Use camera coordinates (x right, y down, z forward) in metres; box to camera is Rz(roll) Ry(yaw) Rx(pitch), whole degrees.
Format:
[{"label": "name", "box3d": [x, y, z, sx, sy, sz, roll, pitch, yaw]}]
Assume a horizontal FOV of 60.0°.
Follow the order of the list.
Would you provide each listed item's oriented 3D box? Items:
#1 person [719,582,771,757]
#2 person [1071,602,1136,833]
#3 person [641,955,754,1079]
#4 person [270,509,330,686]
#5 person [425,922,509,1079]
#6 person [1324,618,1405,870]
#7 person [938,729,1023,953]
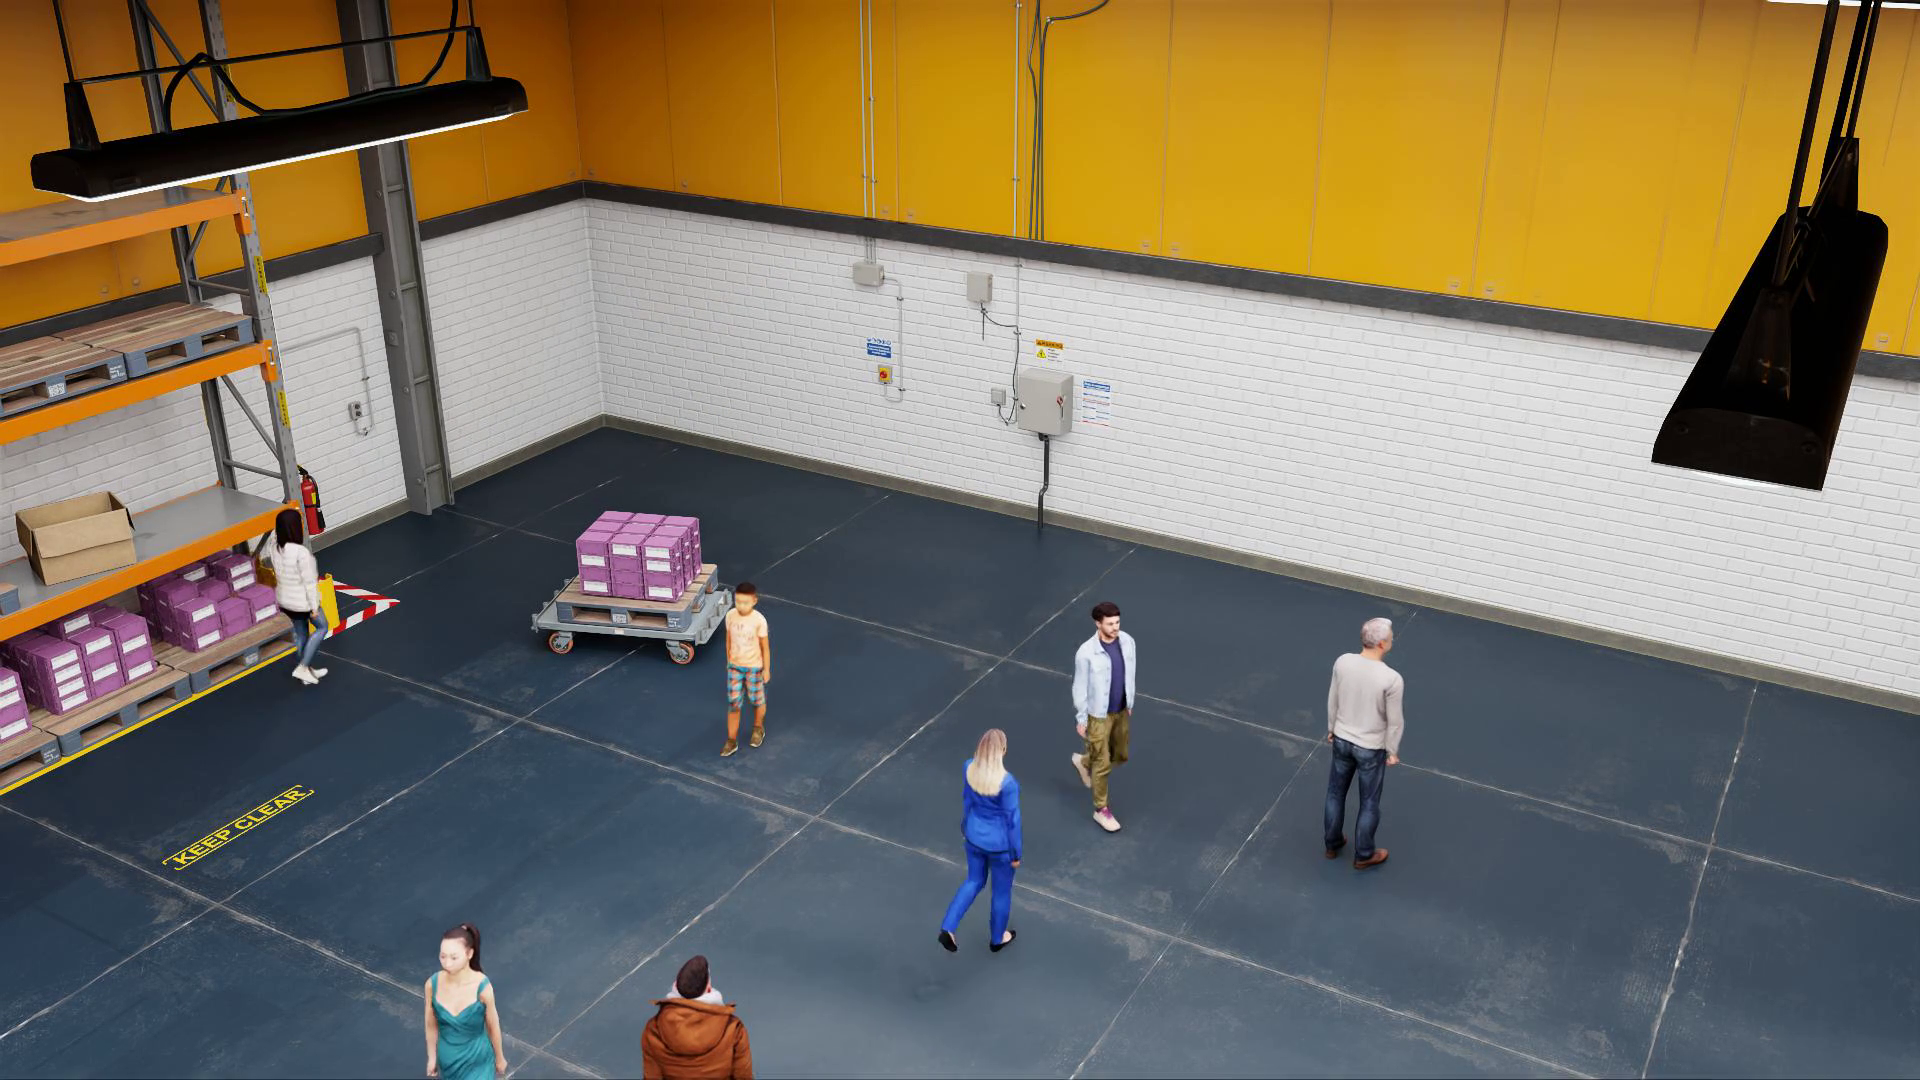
[{"label": "person", "box3d": [-1.694, 0.982, 13.423, 0.687, 1.451, 0.840, 6, 24, 12]}, {"label": "person", "box3d": [1.031, 1.256, 12.365, 1.016, 1.796, 0.997, -14, 27, -29]}, {"label": "person", "box3d": [-1.309, 2.917, 8.515, 0.844, 1.837, 0.876, -1, 24, -1]}, {"label": "person", "box3d": [-5.714, 0.531, 14.233, 0.657, 1.629, 0.695, 10, 25, 21]}, {"label": "person", "box3d": [-2.645, 2.791, 9.031, 0.772, 1.654, 1.088, 5, 24, 11]}, {"label": "person", "box3d": [2.851, 1.441, 11.808, 0.788, 1.903, 0.722, 21, 31, 40]}, {"label": "person", "box3d": [0.144, 2.012, 10.768, 0.729, 1.689, 0.929, 19, 30, 37]}]
